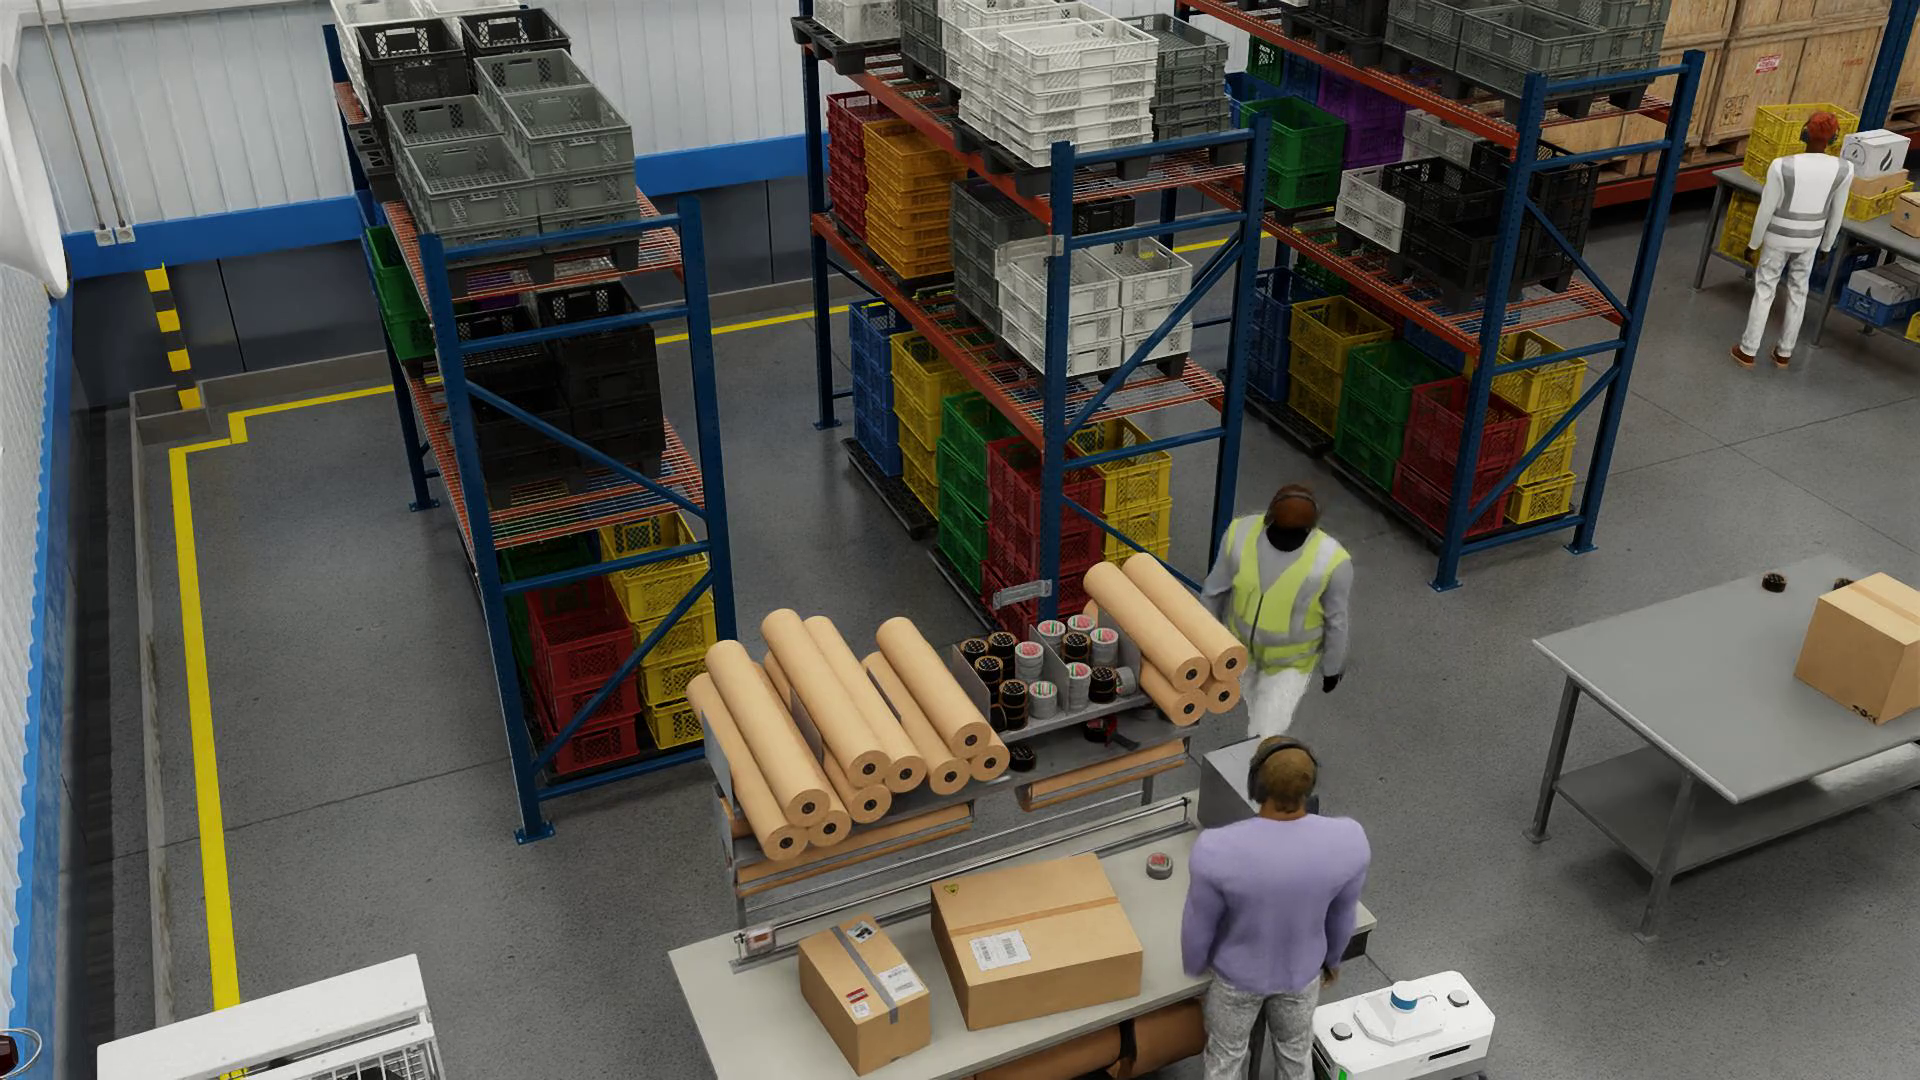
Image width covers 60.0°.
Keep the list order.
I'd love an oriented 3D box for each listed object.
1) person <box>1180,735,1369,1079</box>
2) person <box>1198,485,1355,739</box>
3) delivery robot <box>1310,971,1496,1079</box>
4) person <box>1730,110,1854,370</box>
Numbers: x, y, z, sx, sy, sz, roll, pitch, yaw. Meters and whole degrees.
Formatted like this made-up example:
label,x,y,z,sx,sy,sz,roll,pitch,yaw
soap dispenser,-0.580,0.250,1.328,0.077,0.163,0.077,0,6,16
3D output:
label,x,y,z,sx,sy,sz,roll,pitch,yaw
person,1.082,1.507,5.928,0.627,1.931,0.368,-4,32,-6
person,1.353,0.548,7.605,0.680,1.793,0.866,24,39,33
delivery robot,1.702,1.921,6.469,0.707,0.478,0.477,-10,33,-16
person,5.925,-2.119,11.859,0.583,1.882,0.337,4,32,6
